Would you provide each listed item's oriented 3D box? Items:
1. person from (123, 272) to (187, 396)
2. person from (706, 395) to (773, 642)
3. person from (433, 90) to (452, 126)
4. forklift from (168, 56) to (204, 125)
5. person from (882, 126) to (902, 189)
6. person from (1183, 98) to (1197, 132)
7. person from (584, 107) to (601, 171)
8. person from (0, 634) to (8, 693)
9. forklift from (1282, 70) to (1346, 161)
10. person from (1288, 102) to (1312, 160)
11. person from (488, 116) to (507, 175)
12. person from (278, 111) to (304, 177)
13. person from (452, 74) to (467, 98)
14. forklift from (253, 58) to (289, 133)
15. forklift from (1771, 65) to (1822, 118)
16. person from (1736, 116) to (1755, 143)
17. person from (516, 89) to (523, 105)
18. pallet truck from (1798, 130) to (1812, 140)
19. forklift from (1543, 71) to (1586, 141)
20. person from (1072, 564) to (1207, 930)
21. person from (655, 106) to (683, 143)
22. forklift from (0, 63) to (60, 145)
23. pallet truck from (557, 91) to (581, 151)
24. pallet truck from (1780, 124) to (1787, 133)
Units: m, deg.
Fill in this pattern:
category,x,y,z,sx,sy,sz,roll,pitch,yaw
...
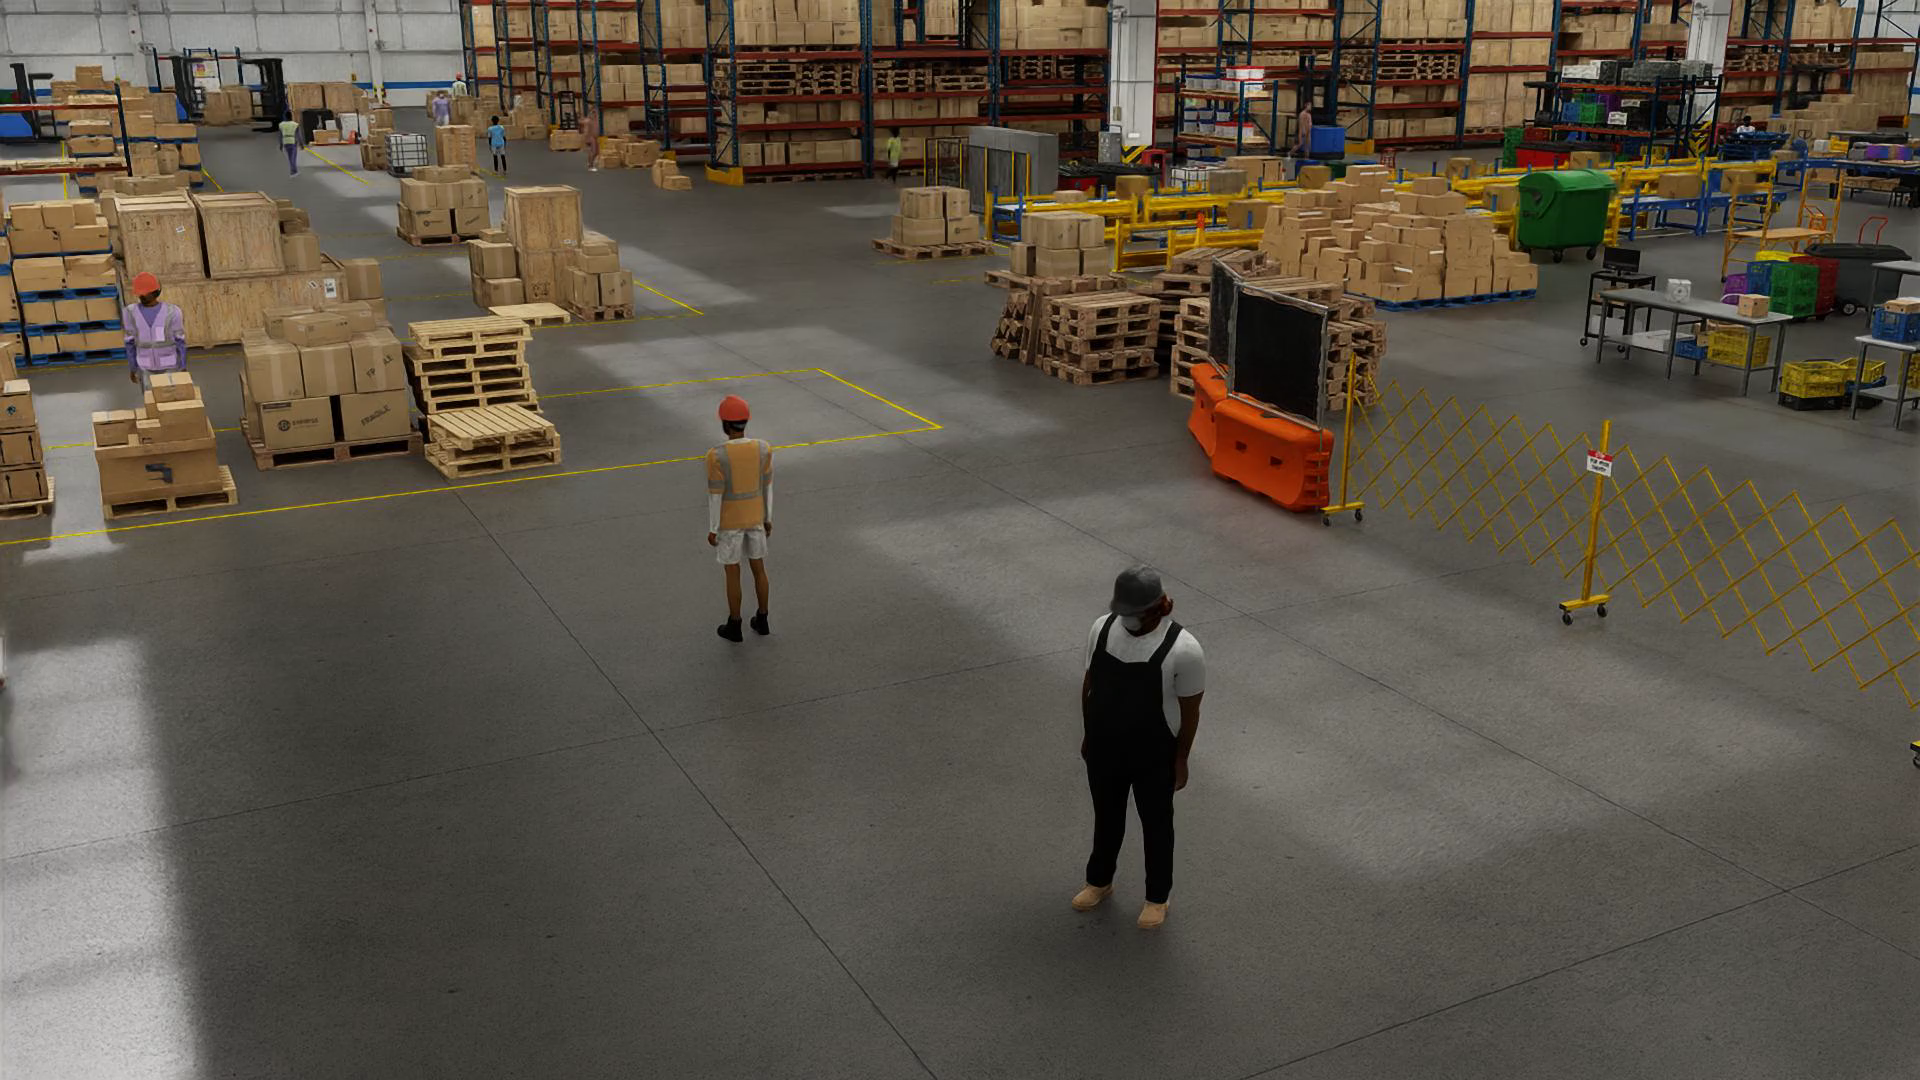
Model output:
category,x,y,z,sx,sy,sz,roll,pitch,yaw
person,-8.755,-1.910,18.154,0.605,2.034,0.392,-5,18,-15
person,-1.712,-0.168,12.881,0.551,1.935,0.362,-12,21,-33
person,-18.808,-15.411,60.457,0.643,1.916,0.903,-7,19,-20
forklift,-32.201,-18.537,68.626,1.873,2.768,1.129,-9,20,-26
person,-1.878,-10.421,45.247,0.605,1.680,0.546,8,19,24
person,8.617,-16.028,62.505,0.566,1.827,0.690,-5,19,-16
person,-11.066,-12.071,50.080,0.438,1.884,0.710,4,18,13
person,-7.035,0.293,11.480,0.650,1.904,0.851,1,18,3
forklift,11.448,-13.637,53.348,1.129,2.768,1.873,-9,20,-26
person,10.900,-12.969,52.898,0.770,1.868,0.659,12,21,33
person,-13.609,-11.615,48.950,0.534,1.700,0.318,-9,20,-27
person,-19.450,-11.522,48.399,0.618,1.863,1.026,0,18,-1
person,-21.546,-19.083,71.754,0.622,1.993,0.382,2,18,5
forklift,-26.811,-17.490,65.362,1.873,2.768,1.129,-16,24,-41
forklift,29.444,-15.200,58.221,1.129,2.768,1.873,-3,18,-9
person,23.132,-11.657,49.083,0.533,1.697,0.322,0,18,0
person,-17.731,-17.360,67.026,0.855,1.592,0.533,-6,19,-18
pallet truck,25.526,-11.556,49.408,1.630,1.274,0.653,-9,20,-26
forklift,18.685,-13.231,52.085,1.873,2.768,1.129,-9,20,-26
person,0.910,1.081,8.817,0.676,2.000,0.536,11,21,31
person,-10.601,-15.427,60.506,1.024,1.913,0.623,-12,21,-32
forklift,-33.500,-15.620,59.532,1.873,2.768,1.129,-9,20,-26
pallet truck,-13.495,-14.412,57.188,0.823,1.965,1.885,-3,18,-9
pallet truck,25.206,-12.542,52.601,1.601,1.201,0.680,0,18,-2
